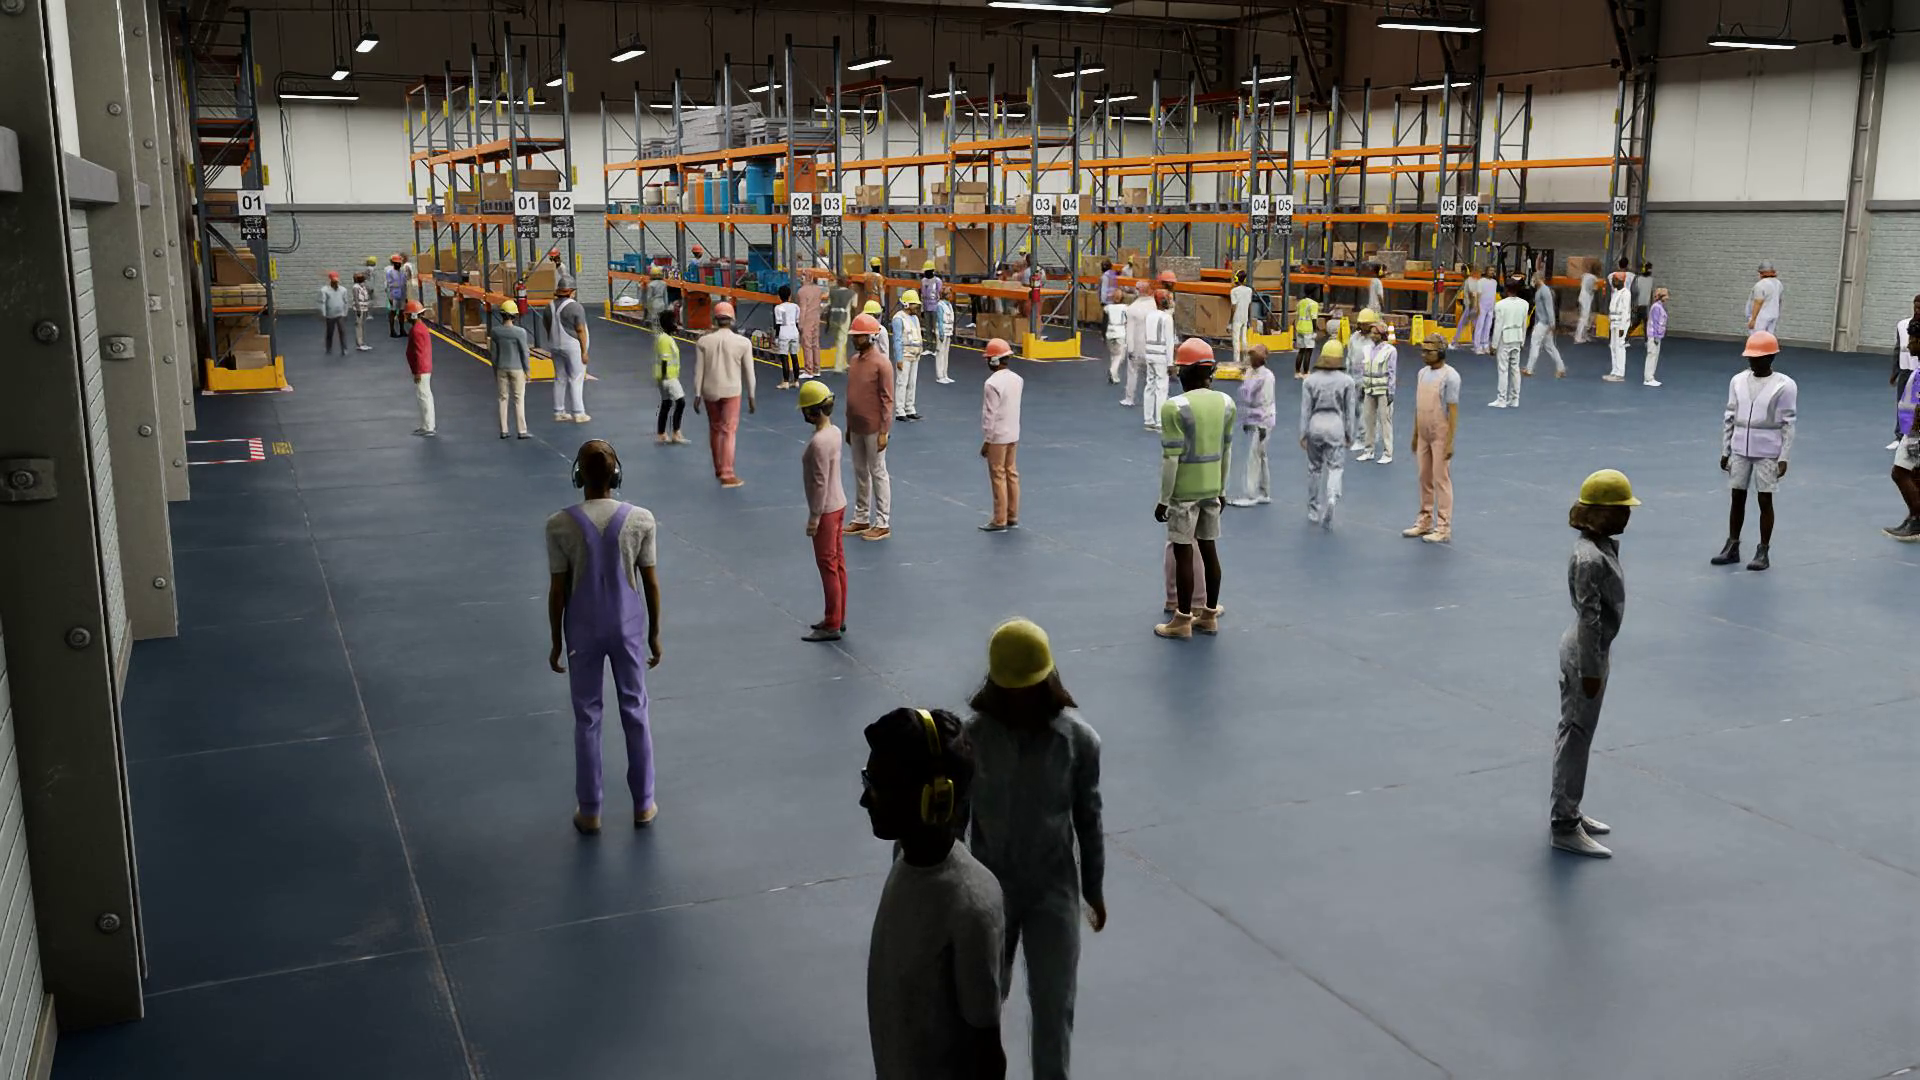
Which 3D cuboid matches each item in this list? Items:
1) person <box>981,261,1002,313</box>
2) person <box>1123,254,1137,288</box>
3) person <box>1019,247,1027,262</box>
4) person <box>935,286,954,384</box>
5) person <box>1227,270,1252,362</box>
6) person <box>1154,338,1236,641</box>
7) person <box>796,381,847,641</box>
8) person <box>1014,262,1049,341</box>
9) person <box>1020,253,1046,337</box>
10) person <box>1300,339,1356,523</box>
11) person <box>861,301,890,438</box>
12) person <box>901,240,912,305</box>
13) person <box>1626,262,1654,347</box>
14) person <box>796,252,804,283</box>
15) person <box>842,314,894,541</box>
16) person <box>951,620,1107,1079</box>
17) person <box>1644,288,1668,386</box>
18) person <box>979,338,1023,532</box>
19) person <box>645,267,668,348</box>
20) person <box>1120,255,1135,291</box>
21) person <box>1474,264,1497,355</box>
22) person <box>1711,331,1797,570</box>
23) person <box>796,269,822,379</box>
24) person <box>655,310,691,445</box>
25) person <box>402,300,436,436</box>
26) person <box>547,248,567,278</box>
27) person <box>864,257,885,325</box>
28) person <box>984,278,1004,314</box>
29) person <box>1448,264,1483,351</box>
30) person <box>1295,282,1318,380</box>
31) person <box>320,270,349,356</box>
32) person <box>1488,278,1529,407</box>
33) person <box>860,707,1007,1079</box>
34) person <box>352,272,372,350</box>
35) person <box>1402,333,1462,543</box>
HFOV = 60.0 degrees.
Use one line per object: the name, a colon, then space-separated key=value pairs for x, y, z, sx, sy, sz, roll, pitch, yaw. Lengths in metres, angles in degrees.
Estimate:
person: x=0.771 y=-6.463 z=42.437 sx=0.625 sy=2.008 sz=0.670 roll=1 pitch=11 yaw=4
person: x=4.952 y=-7.350 z=47.757 sx=0.608 sy=1.701 sz=0.912 roll=1 pitch=11 yaw=5
person: x=2.052 y=-8.676 z=54.318 sx=0.300 sy=1.772 sz=0.525 roll=-2 pitch=11 yaw=-12
person: x=-0.263 y=-3.477 z=28.219 sx=0.312 sy=1.642 sz=0.512 roll=4 pitch=12 yaw=18
person: x=4.989 y=-3.896 z=29.766 sx=0.508 sy=1.872 sz=0.329 roll=-8 pitch=14 yaw=-36
person: x=1.563 y=-0.337 z=11.240 sx=0.607 sy=2.044 sz=0.379 roll=-8 pitch=14 yaw=-35
person: x=-0.938 y=-0.194 z=11.242 sx=0.328 sy=1.759 sz=0.524 roll=2 pitch=11 yaw=8
person: x=1.547 y=-5.306 z=37.005 sx=0.993 sy=1.841 sz=0.700 roll=6 pitch=13 yaw=28
person: x=1.532 y=-5.312 z=36.529 sx=0.538 sy=2.000 sz=0.684 roll=9 pitch=14 yaw=39
person: x=3.391 y=-0.989 z=15.377 sx=0.496 sy=1.719 sz=0.620 roll=3 pitch=12 yaw=15
person: x=-1.101 y=-2.171 z=21.264 sx=0.327 sy=1.767 sz=0.533 roll=-7 pitch=13 yaw=-30
person: x=-1.638 y=-8.318 z=51.796 sx=0.375 sy=2.042 sz=0.615 roll=5 pitch=12 yaw=23
person: x=14.734 y=-5.082 z=35.923 sx=0.526 sy=1.831 sz=0.962 roll=-8 pitch=14 yaw=-36
person: x=-5.025 y=-8.199 z=52.220 sx=0.314 sy=1.641 sz=0.515 roll=-2 pitch=11 yaw=-10
person: x=-0.824 y=-0.997 z=14.717 sx=0.377 sy=1.995 sz=0.608 roll=-9 pitch=14 yaw=-39
person: x=0.181 y=1.034 z=5.134 sx=0.511 sy=1.707 sz=0.747 roll=-1 pitch=11 yaw=-3
person: x=11.649 y=-3.394 z=27.837 sx=0.312 sy=1.632 sz=0.521 roll=6 pitch=13 yaw=29
person: x=0.349 y=-0.953 z=15.112 sx=0.346 sy=1.746 sz=0.572 roll=7 pitch=13 yaw=30
person: x=-6.493 y=-4.976 z=35.624 sx=0.352 sy=1.729 sz=0.503 roll=8 pitch=13 yaw=34
person: x=4.671 y=-7.002 z=45.929 sx=0.533 sy=1.718 sz=0.809 roll=-2 pitch=11 yaw=-9
person: x=10.714 y=-4.686 z=33.853 sx=0.507 sy=1.843 sz=0.344 roll=-6 pitch=12 yaw=-27
person: x=6.422 y=-0.719 z=13.455 sx=0.377 sy=1.932 sz=0.552 roll=-9 pitch=14 yaw=-37
person: x=-2.672 y=-3.774 z=29.055 sx=0.400 sy=1.907 sz=0.644 roll=5 pitch=12 yaw=26
person: x=-3.530 y=-1.999 z=20.601 sx=0.580 sy=1.677 sz=0.548 roll=-1 pitch=11 yaw=-5
person: x=-7.031 y=-2.231 z=21.599 sx=0.342 sy=1.749 sz=0.573 roll=-2 pitch=11 yaw=-10
person: x=-9.705 y=-5.991 z=39.993 sx=0.605 sy=2.036 sz=0.393 roll=9 pitch=14 yaw=39
person: x=-1.811 y=-5.084 z=35.646 sx=0.355 sy=1.930 sz=0.593 roll=-10 pitch=15 yaw=-42
person: x=0.809 y=-6.508 z=43.139 sx=0.657 sy=1.851 sz=0.884 roll=-5 pitch=12 yaw=-25
person: x=10.630 y=-4.873 z=34.887 sx=0.957 sy=1.806 sz=0.568 roll=4 pitch=12 yaw=19
person: x=5.973 y=-3.576 z=28.603 sx=0.321 sy=1.689 sz=0.539 roll=-4 pitch=12 yaw=-20
person: x=-12.714 y=-4.619 z=33.804 sx=0.567 sy=1.728 sz=0.780 roll=-8 pitch=14 yaw=-35
person: x=8.157 y=-2.923 z=24.718 sx=0.608 sy=1.917 sz=0.391 roll=-5 pitch=12 yaw=-25
person: x=-0.079 y=1.259 z=3.571 sx=0.325 sy=1.871 sz=0.521 roll=-5 pitch=12 yaw=-23
person: x=-12.657 y=-4.839 z=35.131 sx=0.306 sy=1.645 sz=0.523 roll=-1 pitch=11 yaw=-4
person: x=4.166 y=-0.896 z=14.614 sx=0.338 sy=1.837 sz=0.509 roll=-5 pitch=12 yaw=-23
